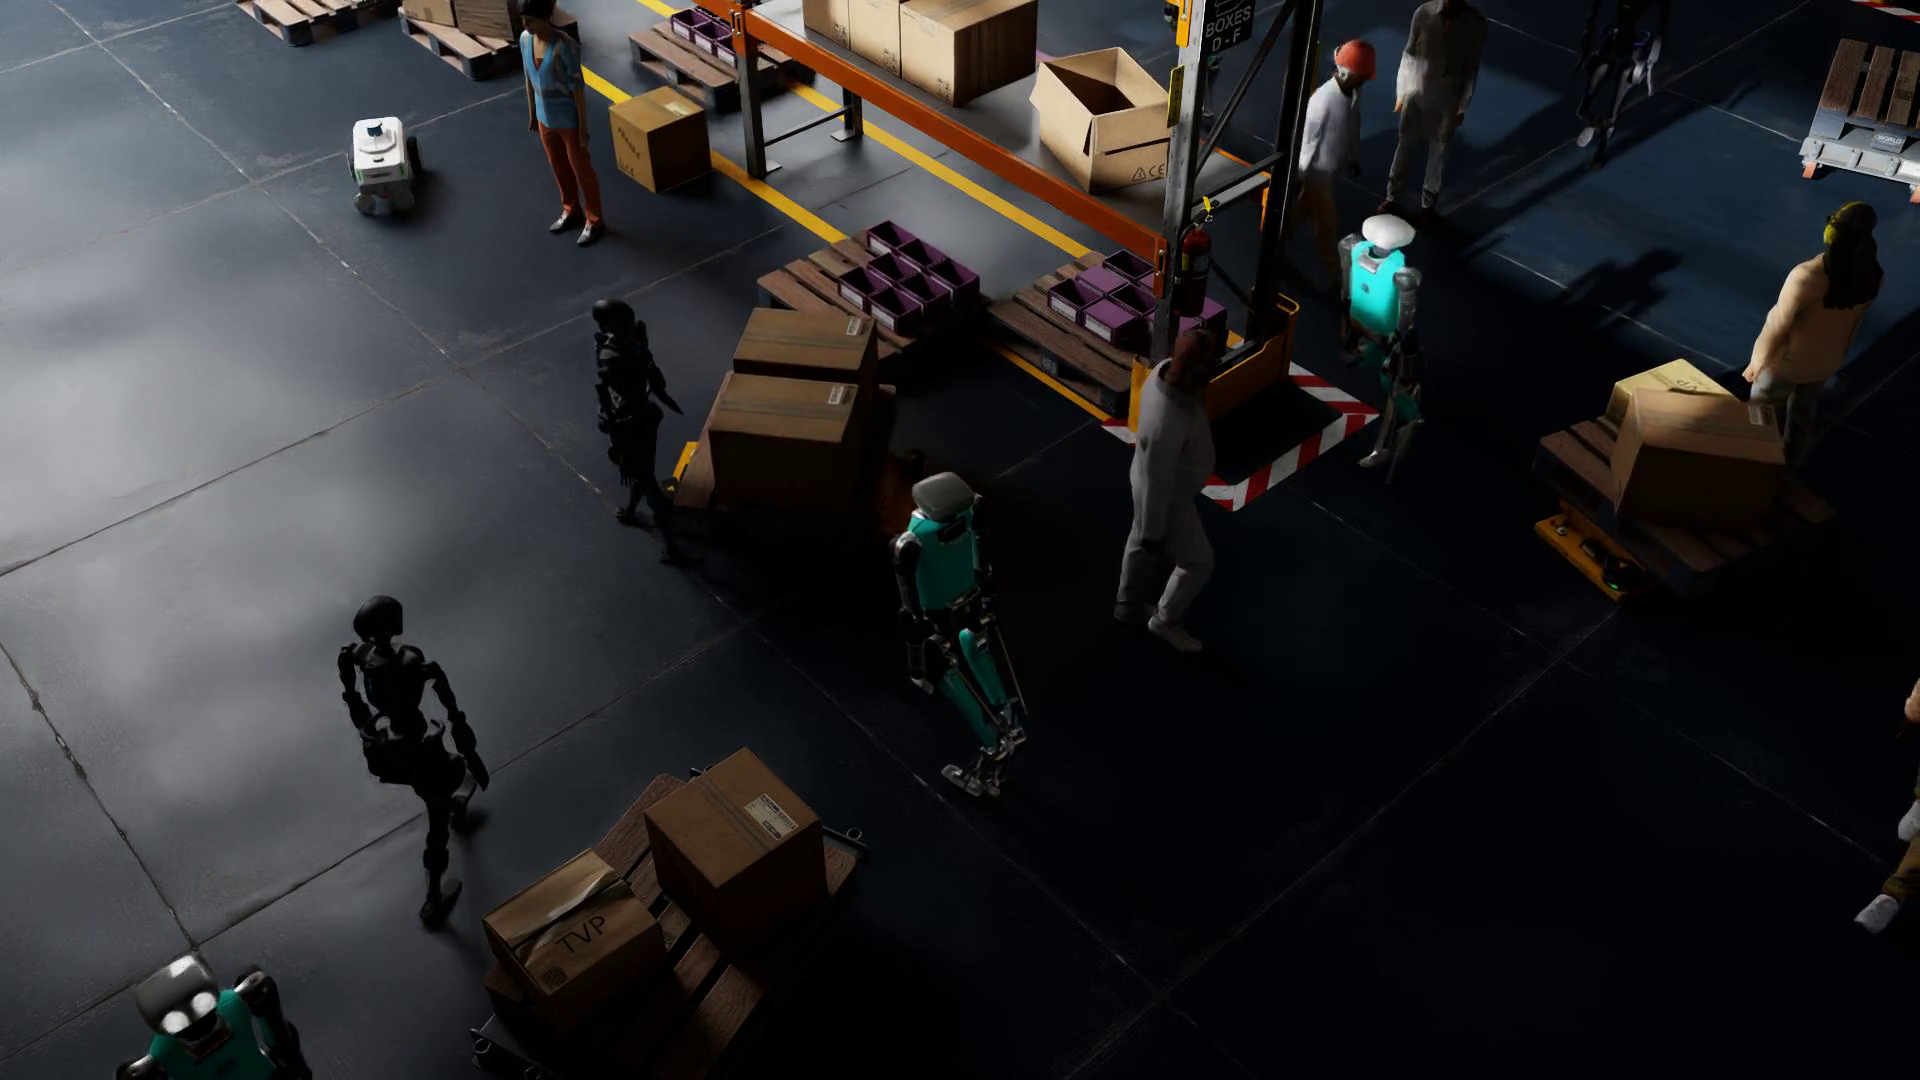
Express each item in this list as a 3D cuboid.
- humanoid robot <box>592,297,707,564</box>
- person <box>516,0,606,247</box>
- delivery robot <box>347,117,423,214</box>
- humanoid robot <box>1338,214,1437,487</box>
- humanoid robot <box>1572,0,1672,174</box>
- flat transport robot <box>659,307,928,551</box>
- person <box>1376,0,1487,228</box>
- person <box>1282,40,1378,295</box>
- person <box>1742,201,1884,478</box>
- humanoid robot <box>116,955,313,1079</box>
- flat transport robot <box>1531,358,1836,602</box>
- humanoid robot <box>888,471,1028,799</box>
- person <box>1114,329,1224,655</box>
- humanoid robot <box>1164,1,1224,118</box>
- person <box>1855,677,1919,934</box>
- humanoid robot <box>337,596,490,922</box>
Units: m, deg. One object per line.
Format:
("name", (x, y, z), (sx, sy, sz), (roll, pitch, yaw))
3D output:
("humanoid robot", (-1.661, -0.619, 8.749), (0.612, 1.637, 0.618), (11, 44, 11))
("person", (-2.671, -2.805, 11.048), (0.497, 1.759, 0.341), (22, 47, 22))
("delivery robot", (-4.113, -2.704, 11.824), (0.510, 0.594, 0.765), (-11, 44, -12))
("humanoid robot", (2.401, -1.046, 9.175), (0.769, 1.807, 0.547), (-25, 48, -25))
("humanoid robot", (4.679, -3.411, 11.762), (0.594, 1.653, 0.383), (23, 48, 23))
("flat transport robot", (-0.941, -0.306, 9.427), (1.431, 0.231, 0.659), (6, 43, 6))
("person", (3.176, -2.975, 11.177), (0.514, 1.831, 0.365), (16, 45, 17))
("person", (2.404, -2.371, 10.606), (0.854, 1.697, 0.569), (24, 48, 24))
("person", (4.542, -0.971, 8.978), (0.553, 1.868, 0.390), (-9, 43, -9))
("humanoid robot", (-2.645, 1.942, 5.914), (1.018, 1.749, 0.530), (30, 50, 28))
("flat transport robot", (3.975, -0.132, 9.238), (1.431, 0.231, 0.659), (-19, 46, -20))
("humanoid robot", (0.089, 0.549, 7.411), (0.540, 1.766, 0.760), (-33, 52, -31))
("person", (1.068, -0.235, 8.158), (0.571, 1.878, 0.654), (1, 43, 1))
("humanoid robot", (1.814, -3.926, 12.276), (0.551, 1.735, 1.024), (-19, 46, -19))
("person", (4.277, 0.810, 7.030), (1.014, 1.863, 0.551), (-33, 52, -30))
("humanoid robot", (-2.330, 0.864, 7.138), (0.602, 1.622, 0.763), (12, 44, 13))
